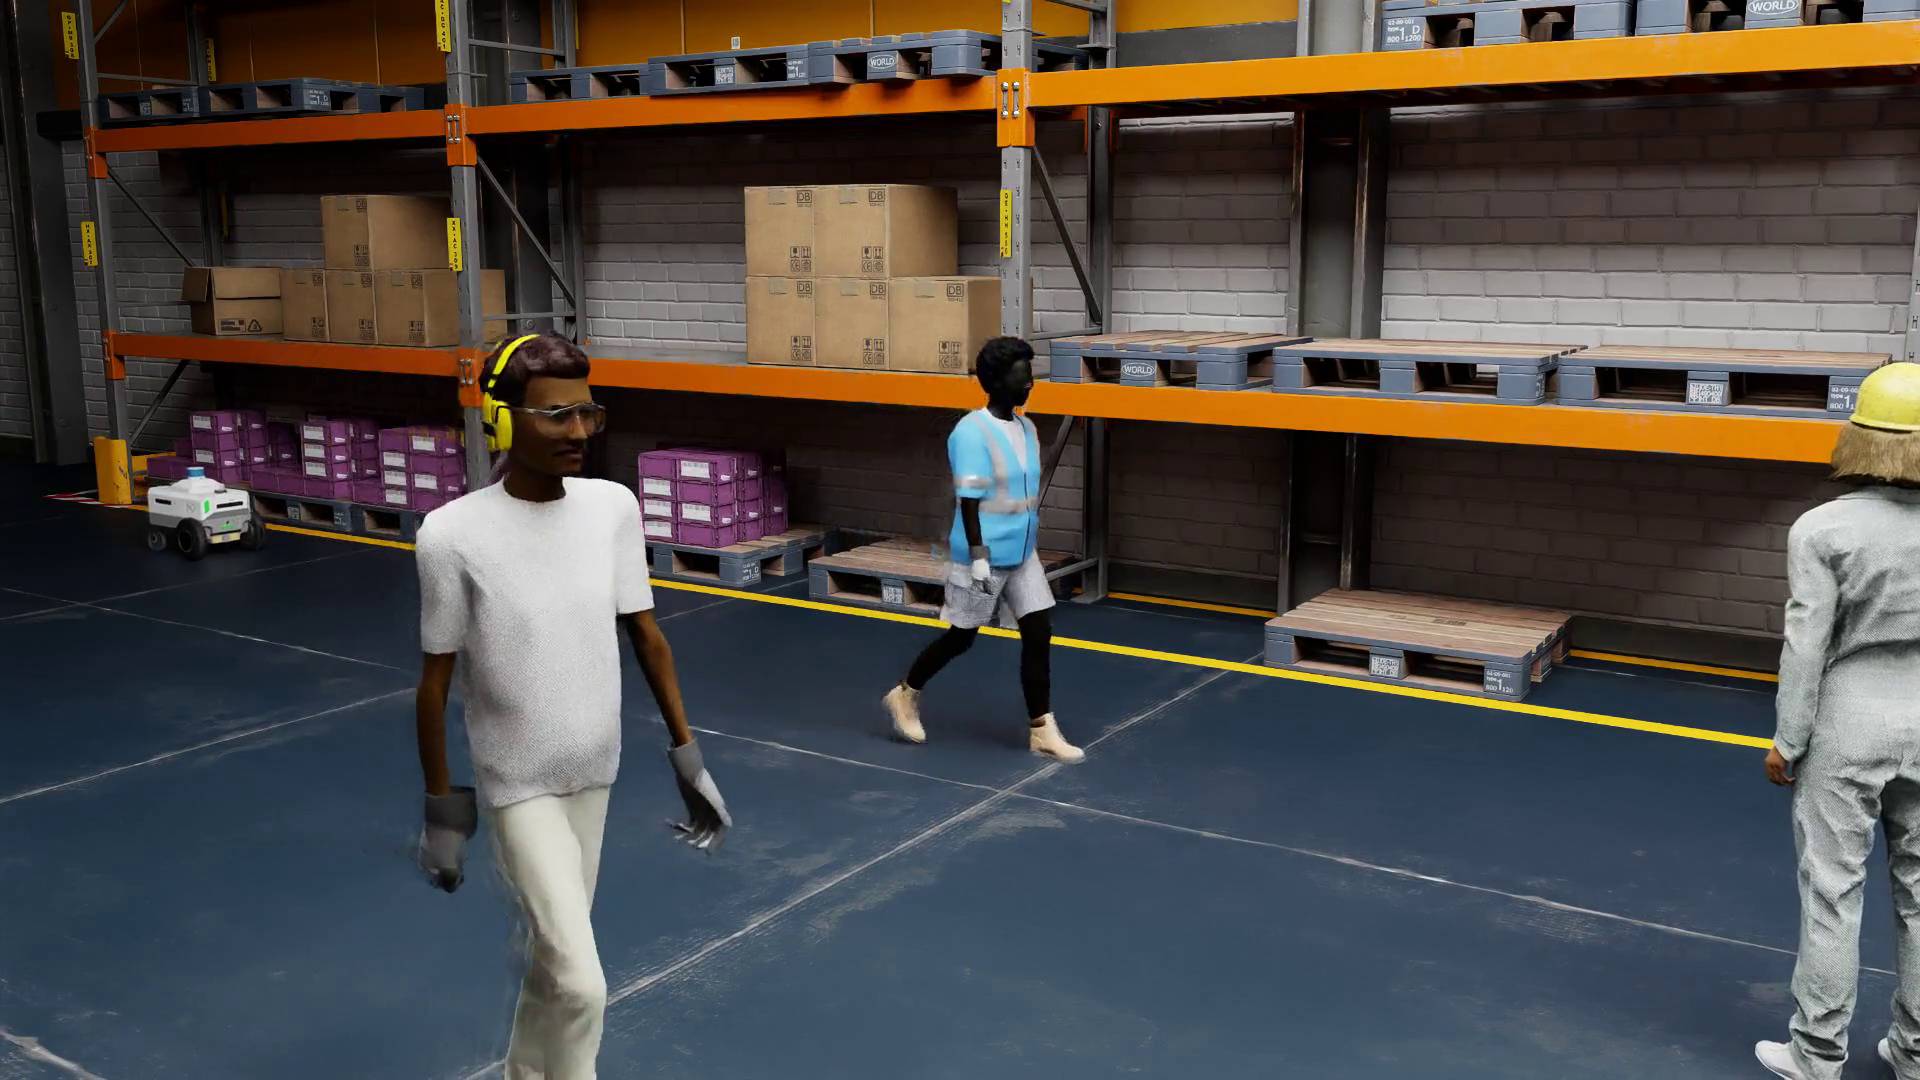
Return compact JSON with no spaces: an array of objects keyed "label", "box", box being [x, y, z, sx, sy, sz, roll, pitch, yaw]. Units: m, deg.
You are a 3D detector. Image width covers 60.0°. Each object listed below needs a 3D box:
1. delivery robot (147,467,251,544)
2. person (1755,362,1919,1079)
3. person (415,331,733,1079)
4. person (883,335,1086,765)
[{"label":"delivery robot","box":[-4.925,-0.229,10.757,0.707,0.478,0.477,7,12,34]},{"label":"person","box":[2.146,0.457,3.921,0.488,1.743,0.317,0,10,2]},{"label":"person","box":[-0.723,0.515,3.317,0.775,1.842,0.538,7,12,34]},{"label":"person","box":[0.079,0.030,6.496,0.808,1.668,0.534,8,13,37]}]
